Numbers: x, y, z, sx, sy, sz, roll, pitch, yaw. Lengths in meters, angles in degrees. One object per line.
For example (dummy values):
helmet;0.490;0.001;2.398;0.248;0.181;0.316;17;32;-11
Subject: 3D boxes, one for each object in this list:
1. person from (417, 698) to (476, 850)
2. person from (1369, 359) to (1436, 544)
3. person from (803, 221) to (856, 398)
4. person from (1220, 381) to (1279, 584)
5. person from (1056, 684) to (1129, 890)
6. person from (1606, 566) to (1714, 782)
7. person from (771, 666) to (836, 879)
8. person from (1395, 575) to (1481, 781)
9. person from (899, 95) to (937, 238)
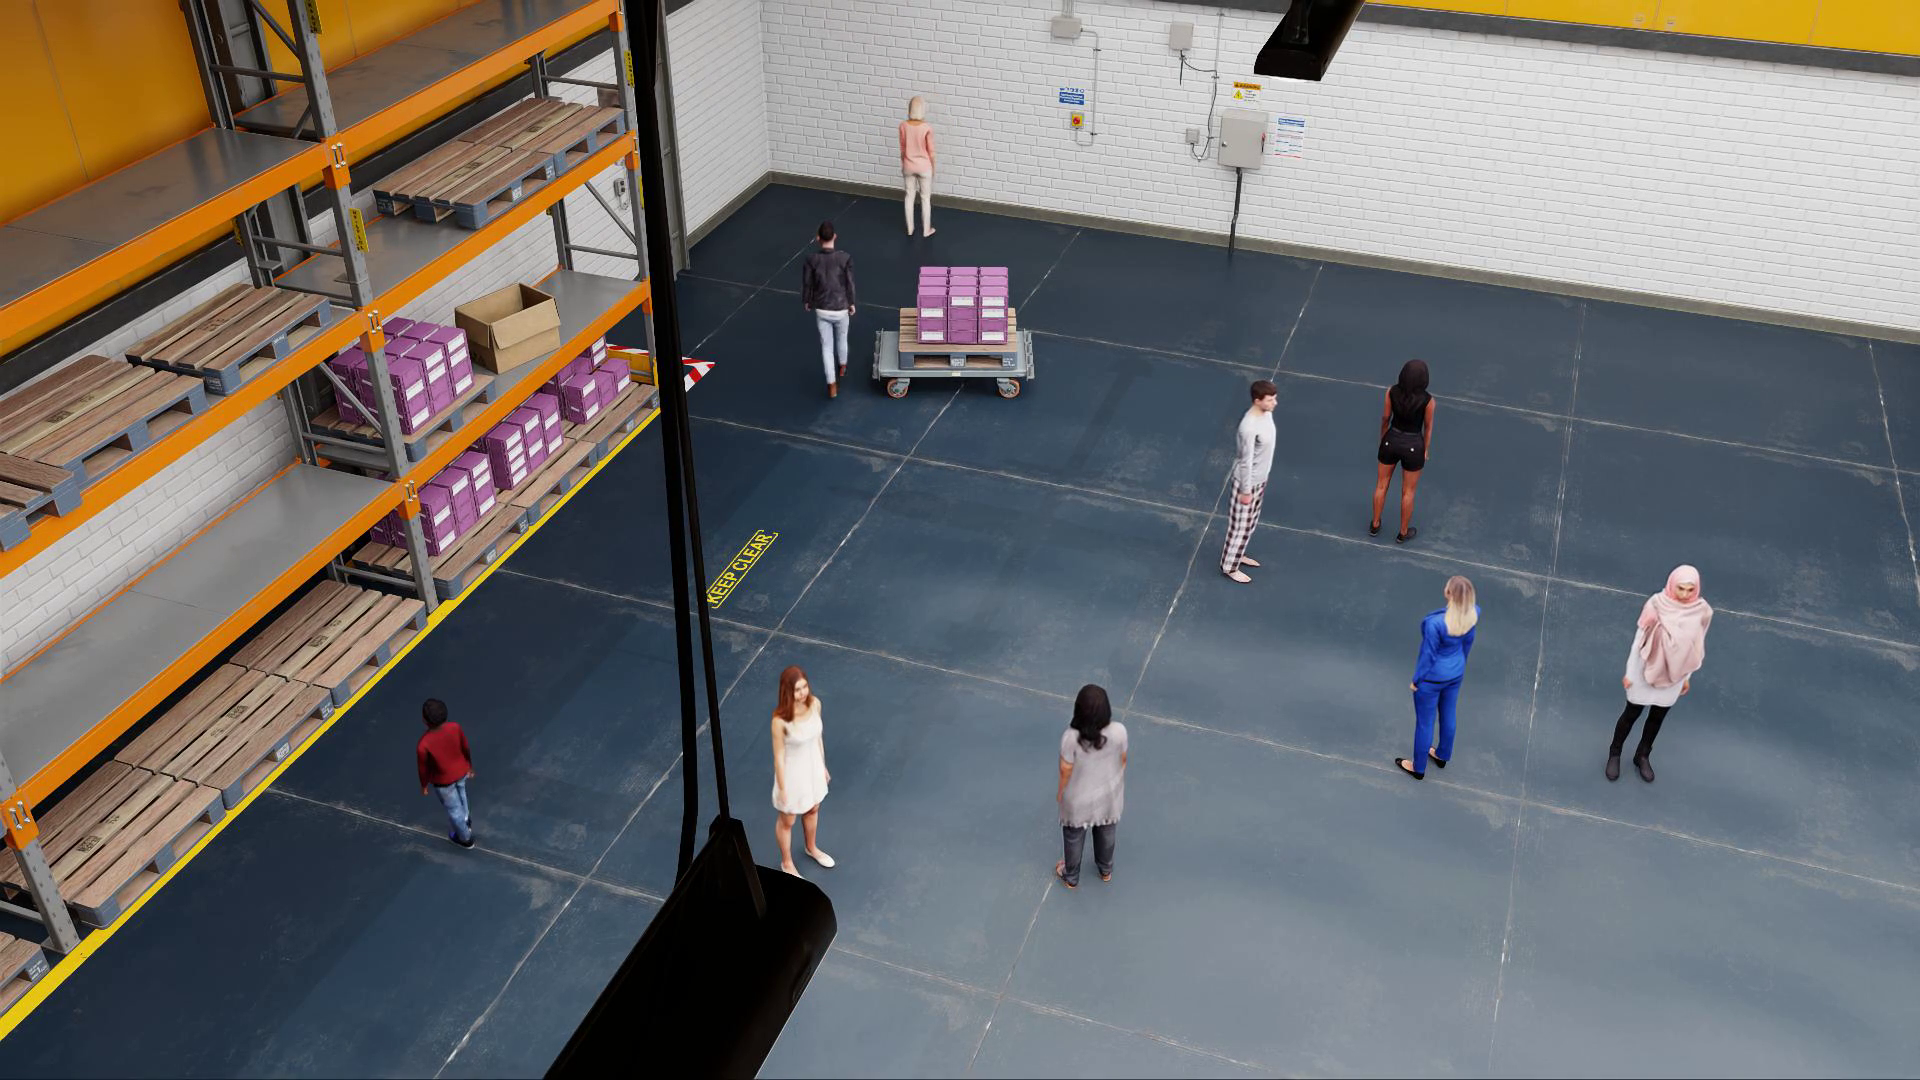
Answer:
person;-3.441;1.611;11.313;0.639;1.247;0.548;22;40;30
person;3.849;-0.789;14.478;0.633;1.740;0.562;18;38;25
person;-1.294;-2.278;16.653;0.930;1.814;1.084;-3;34;-4
person;2.442;-0.522;13.981;0.716;1.847;0.533;17;37;23
person;0.860;1.626;10.962;0.764;1.611;0.814;-9;35;-13
person;4.960;0.947;11.809;0.695;1.803;0.673;3;34;4
person;-1.066;1.530;11.016;0.608;1.711;0.704;-26;41;-33
person;3.435;0.970;11.868;0.690;1.700;0.765;-17;37;-24
person;-0.519;-4.520;20.105;0.613;1.725;0.532;9;35;13
